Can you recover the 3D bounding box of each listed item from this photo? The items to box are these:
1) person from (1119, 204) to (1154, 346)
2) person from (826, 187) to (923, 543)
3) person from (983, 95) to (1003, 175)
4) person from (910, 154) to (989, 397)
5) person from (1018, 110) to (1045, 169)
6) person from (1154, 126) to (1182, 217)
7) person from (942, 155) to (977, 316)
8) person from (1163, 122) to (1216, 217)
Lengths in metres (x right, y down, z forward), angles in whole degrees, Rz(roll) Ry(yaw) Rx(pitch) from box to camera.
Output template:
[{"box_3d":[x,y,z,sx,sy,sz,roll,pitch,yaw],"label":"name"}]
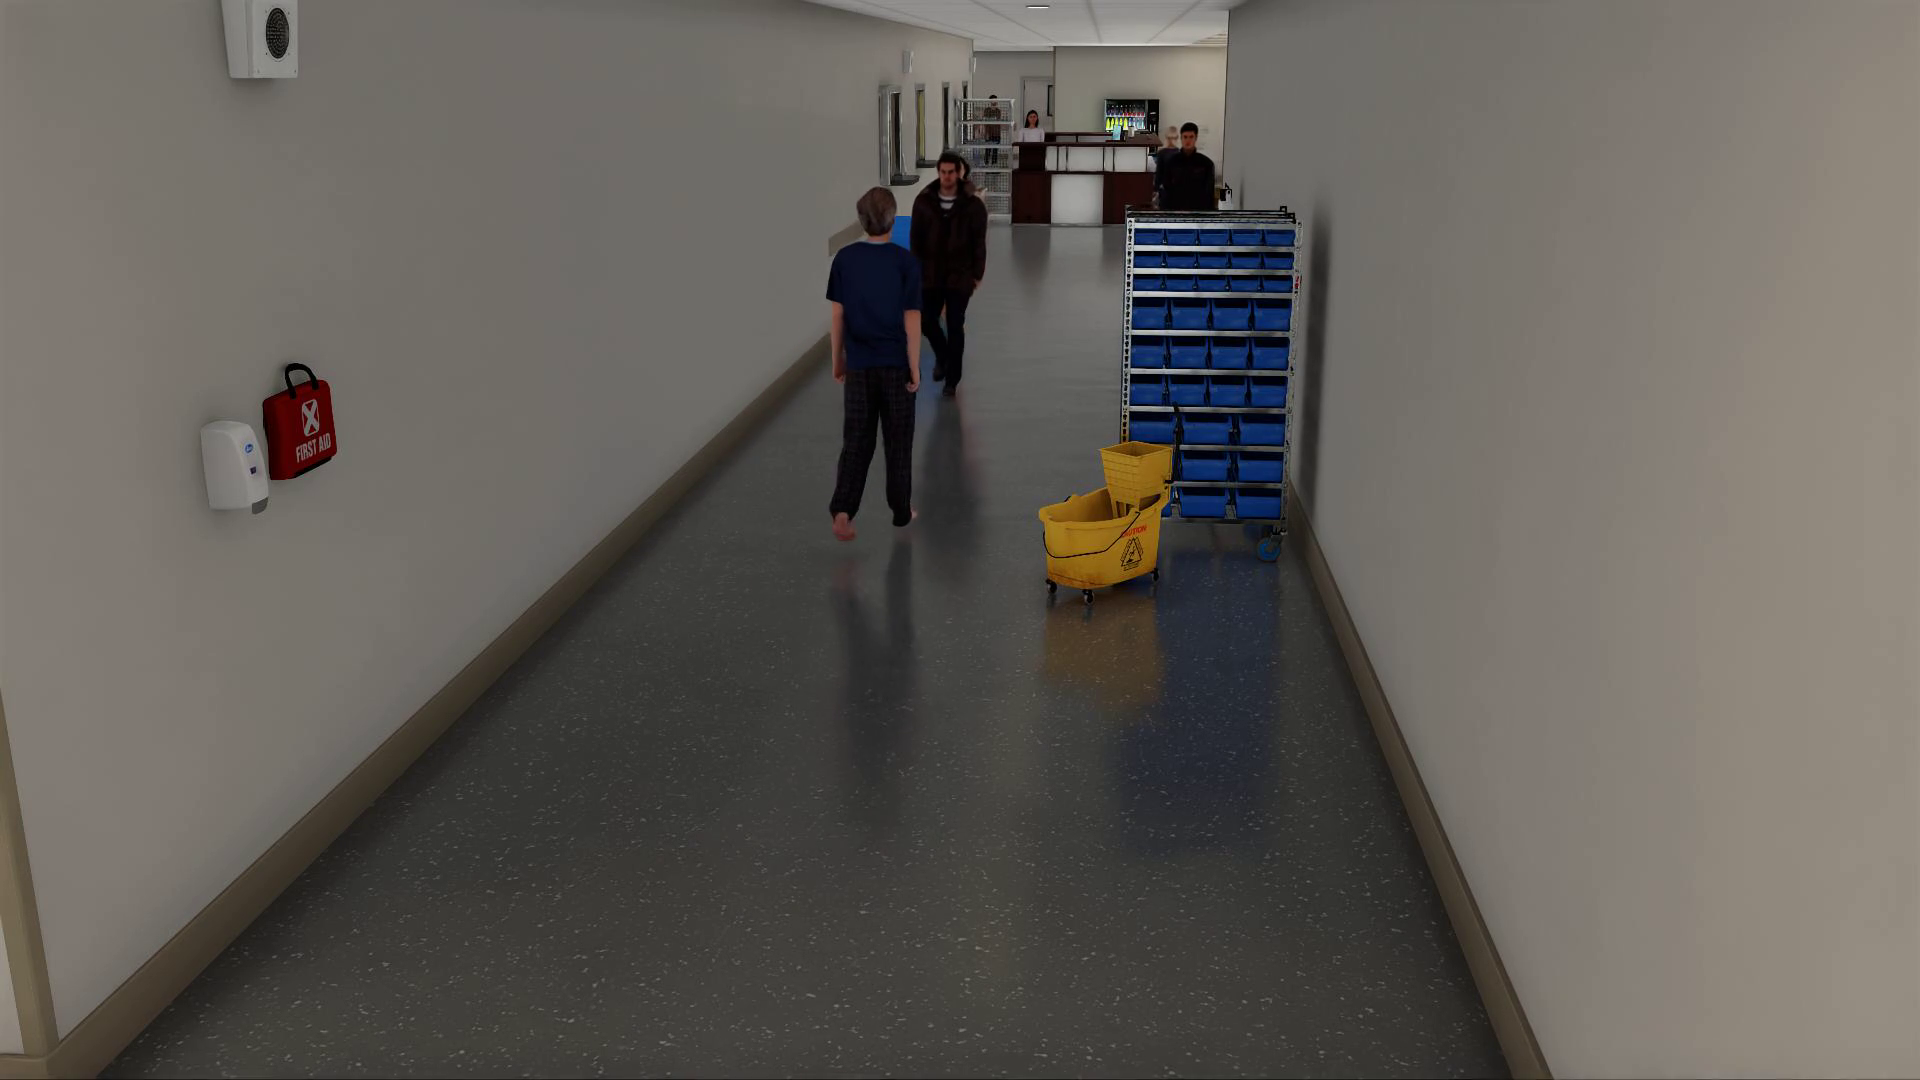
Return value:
[{"box_3d":[1.660,-2.359,14.987,0.866,1.282,0.719,6,17,20],"label":"person"},{"box_3d":[-0.448,-0.876,8.696,1.060,1.842,0.793,3,16,10],"label":"person"},{"box_3d":[0.790,-9.912,40.661,0.736,1.889,0.796,-13,20,-38],"label":"person"},{"box_3d":[-0.092,-2.053,12.886,0.795,1.833,0.849,3,16,10],"label":"person"},{"box_3d":[1.219,-6.417,28.413,0.531,1.807,0.709,-2,16,-6],"label":"person"},{"box_3d":[2.910,-4.788,22.847,1.018,1.694,0.731,3,16,10],"label":"person"},{"box_3d":[-0.039,-2.402,14.285,0.996,1.745,0.744,4,16,14],"label":"person"},{"box_3d":[2.417,-3.403,17.527,1.162,1.913,0.927,4,16,15],"label":"person"}]
